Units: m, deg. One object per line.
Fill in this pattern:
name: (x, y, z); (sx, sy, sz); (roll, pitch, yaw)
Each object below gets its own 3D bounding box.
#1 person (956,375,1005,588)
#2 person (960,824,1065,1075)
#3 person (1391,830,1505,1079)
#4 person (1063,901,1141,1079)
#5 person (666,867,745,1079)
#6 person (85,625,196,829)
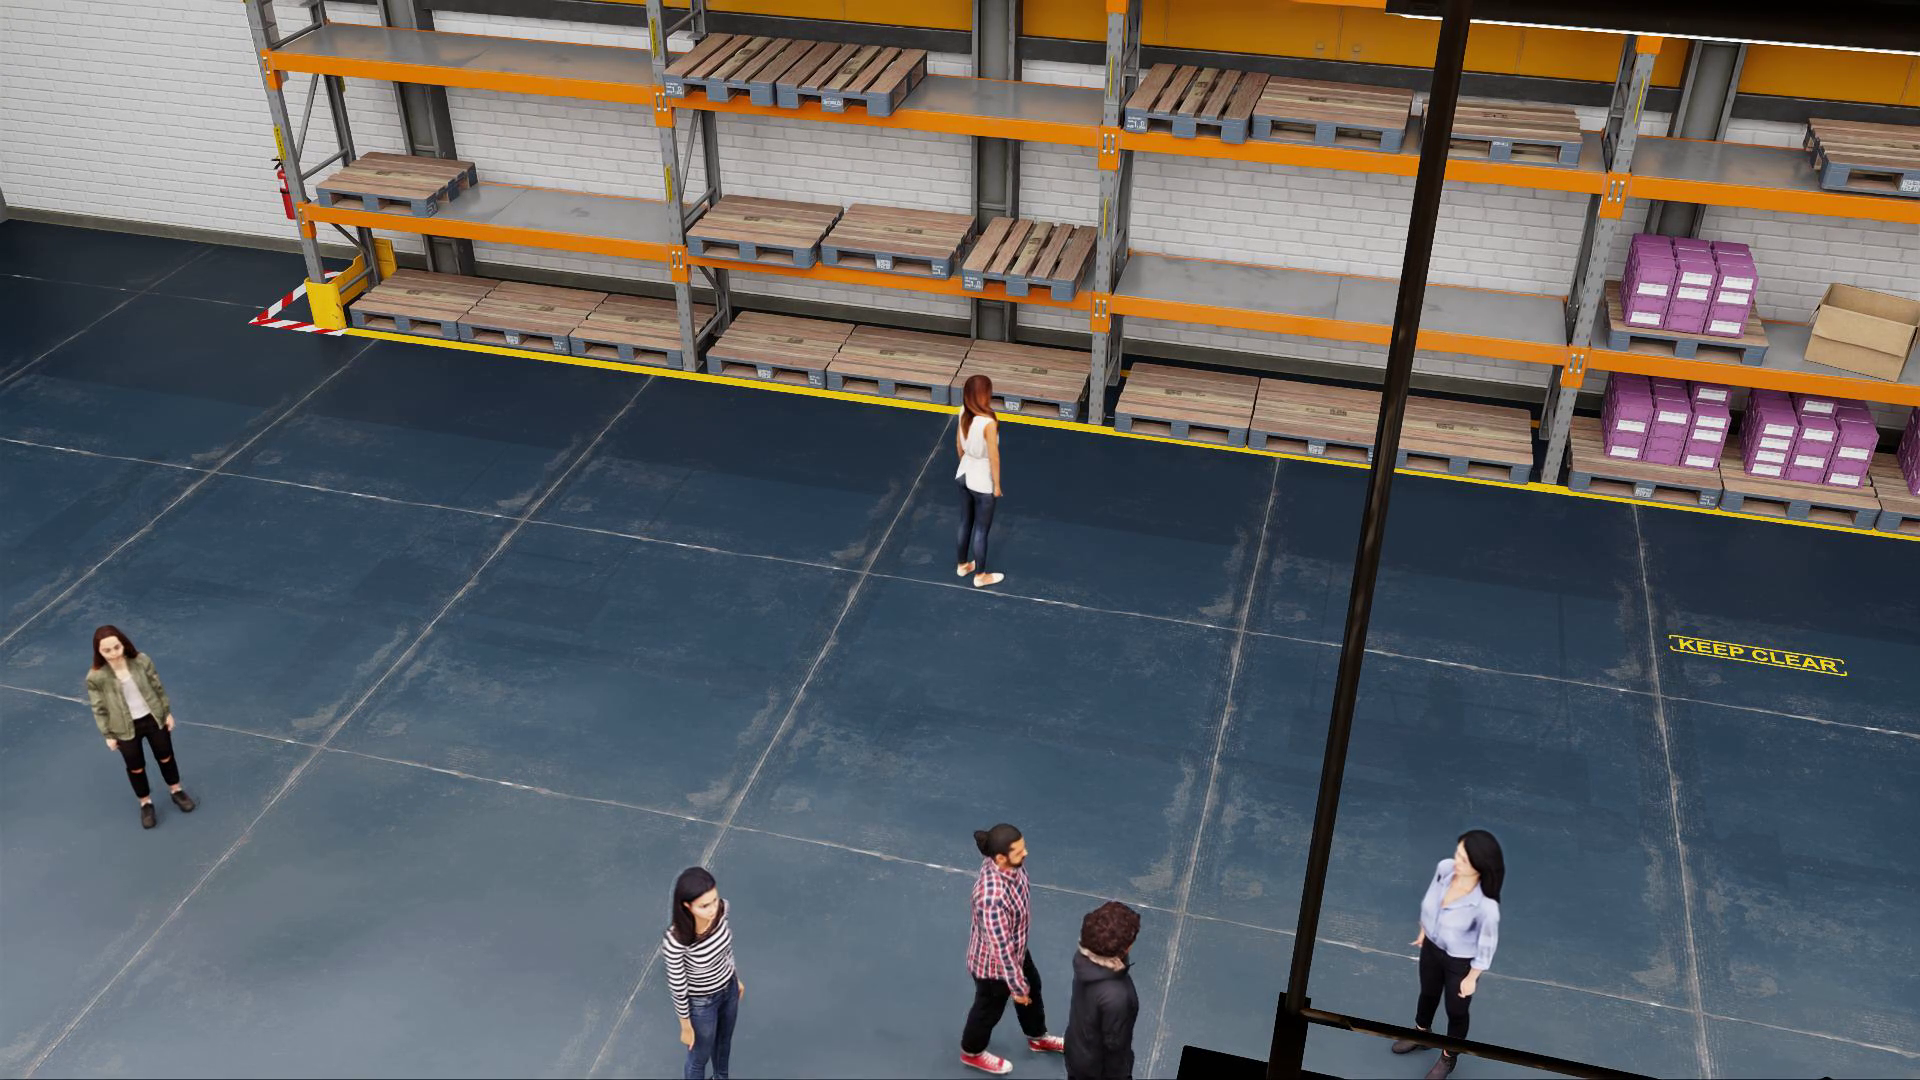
person: (0.121, -0.456, 12.747); (0.746, 1.784, 0.659); (-23, 40, -31)
person: (0.151, 2.185, 8.809); (0.862, 1.745, 0.692); (8, 34, 12)
person: (2.603, 2.200, 8.788); (0.758, 1.743, 0.722); (-14, 36, -20)
person: (0.608, 2.562, 8.245); (1.009, 1.741, 0.920); (-12, 35, -17)
person: (-1.286, 2.352, 8.513); (0.608, 1.795, 0.655); (20, 38, 27)
person: (-5.237, 1.163, 10.590); (0.658, 1.475, 0.689); (-24, 40, -31)
